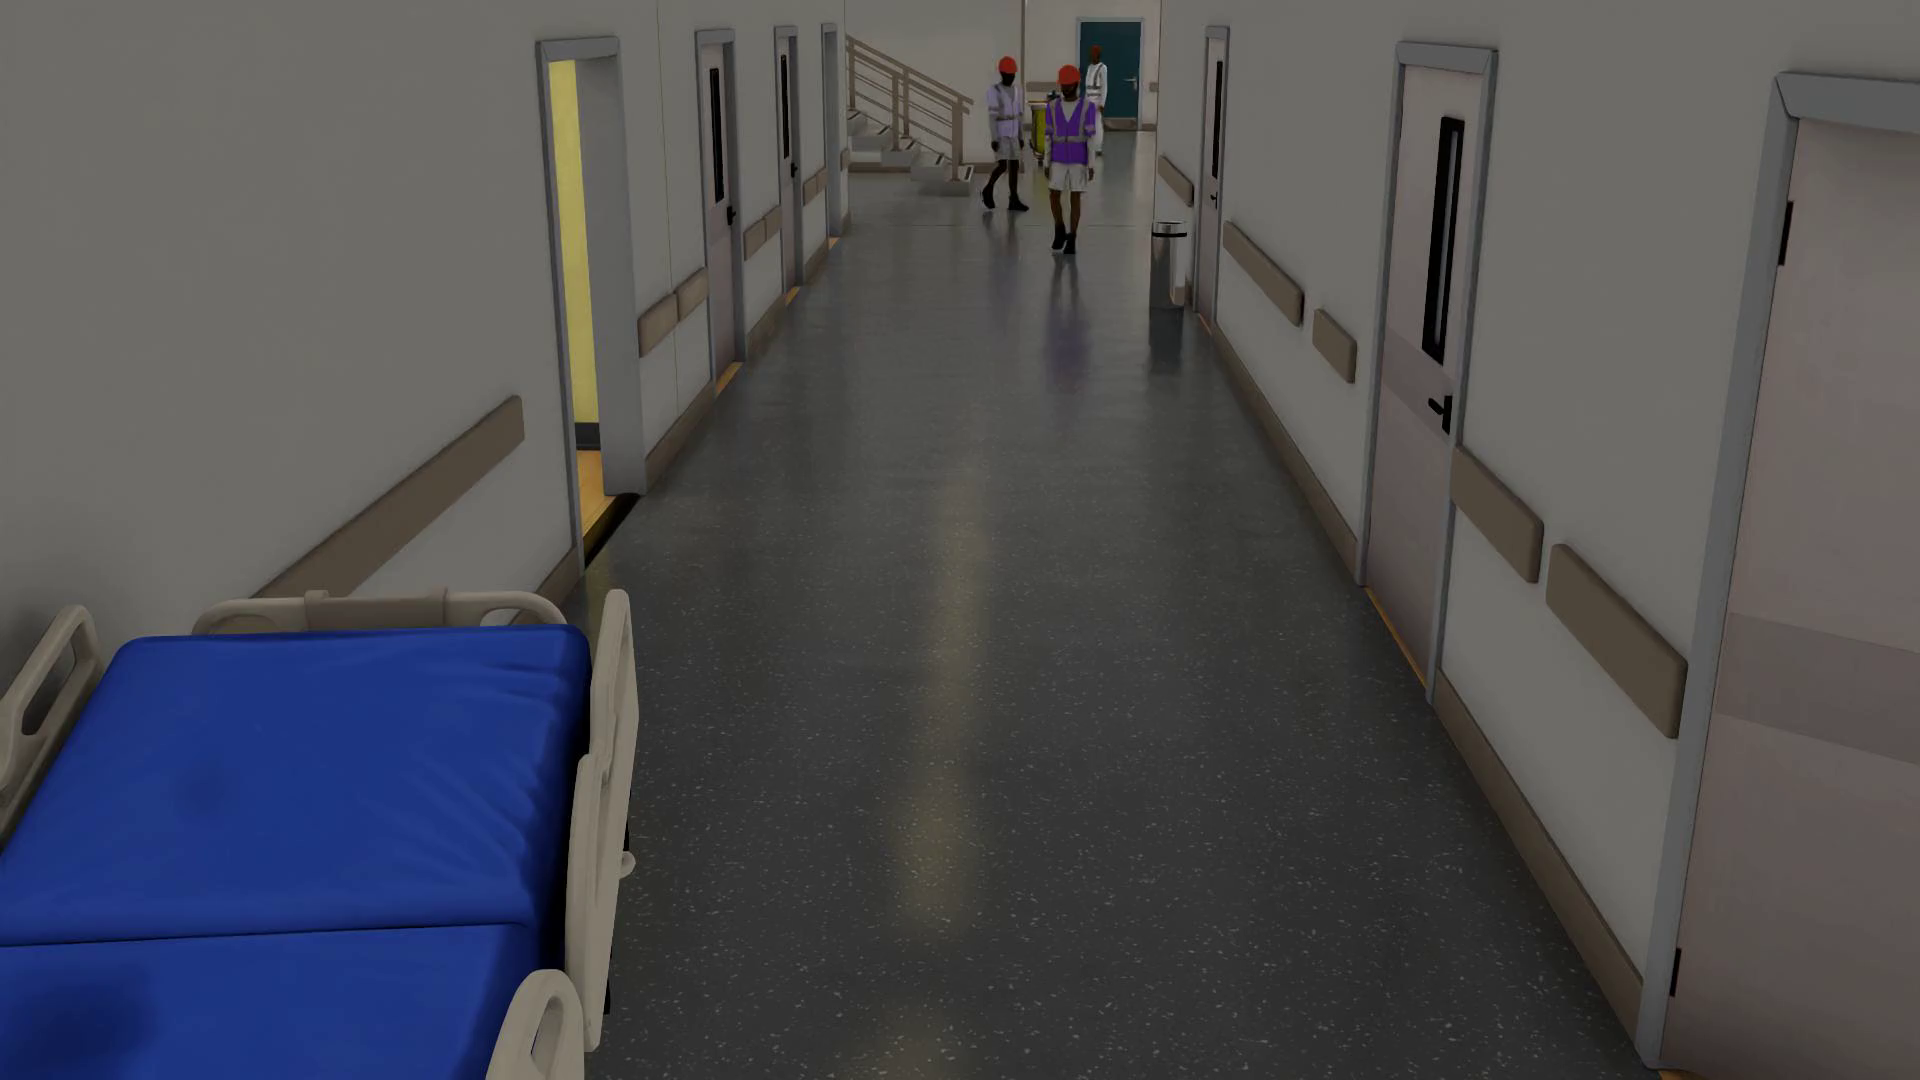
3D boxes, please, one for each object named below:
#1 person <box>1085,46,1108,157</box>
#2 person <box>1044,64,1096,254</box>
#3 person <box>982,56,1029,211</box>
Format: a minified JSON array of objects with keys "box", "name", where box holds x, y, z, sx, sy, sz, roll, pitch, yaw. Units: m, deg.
[{"box":[2.373,-7.616,28.923,0.473,1.880,0.599,-8,19,-25],"name":"person"},{"box":[1.139,-3.943,17.277,0.562,1.924,0.389,5,18,15],"name":"person"},{"box":[0.551,-5.113,20.963,0.574,1.918,0.552,-16,23,-40],"name":"person"}]
